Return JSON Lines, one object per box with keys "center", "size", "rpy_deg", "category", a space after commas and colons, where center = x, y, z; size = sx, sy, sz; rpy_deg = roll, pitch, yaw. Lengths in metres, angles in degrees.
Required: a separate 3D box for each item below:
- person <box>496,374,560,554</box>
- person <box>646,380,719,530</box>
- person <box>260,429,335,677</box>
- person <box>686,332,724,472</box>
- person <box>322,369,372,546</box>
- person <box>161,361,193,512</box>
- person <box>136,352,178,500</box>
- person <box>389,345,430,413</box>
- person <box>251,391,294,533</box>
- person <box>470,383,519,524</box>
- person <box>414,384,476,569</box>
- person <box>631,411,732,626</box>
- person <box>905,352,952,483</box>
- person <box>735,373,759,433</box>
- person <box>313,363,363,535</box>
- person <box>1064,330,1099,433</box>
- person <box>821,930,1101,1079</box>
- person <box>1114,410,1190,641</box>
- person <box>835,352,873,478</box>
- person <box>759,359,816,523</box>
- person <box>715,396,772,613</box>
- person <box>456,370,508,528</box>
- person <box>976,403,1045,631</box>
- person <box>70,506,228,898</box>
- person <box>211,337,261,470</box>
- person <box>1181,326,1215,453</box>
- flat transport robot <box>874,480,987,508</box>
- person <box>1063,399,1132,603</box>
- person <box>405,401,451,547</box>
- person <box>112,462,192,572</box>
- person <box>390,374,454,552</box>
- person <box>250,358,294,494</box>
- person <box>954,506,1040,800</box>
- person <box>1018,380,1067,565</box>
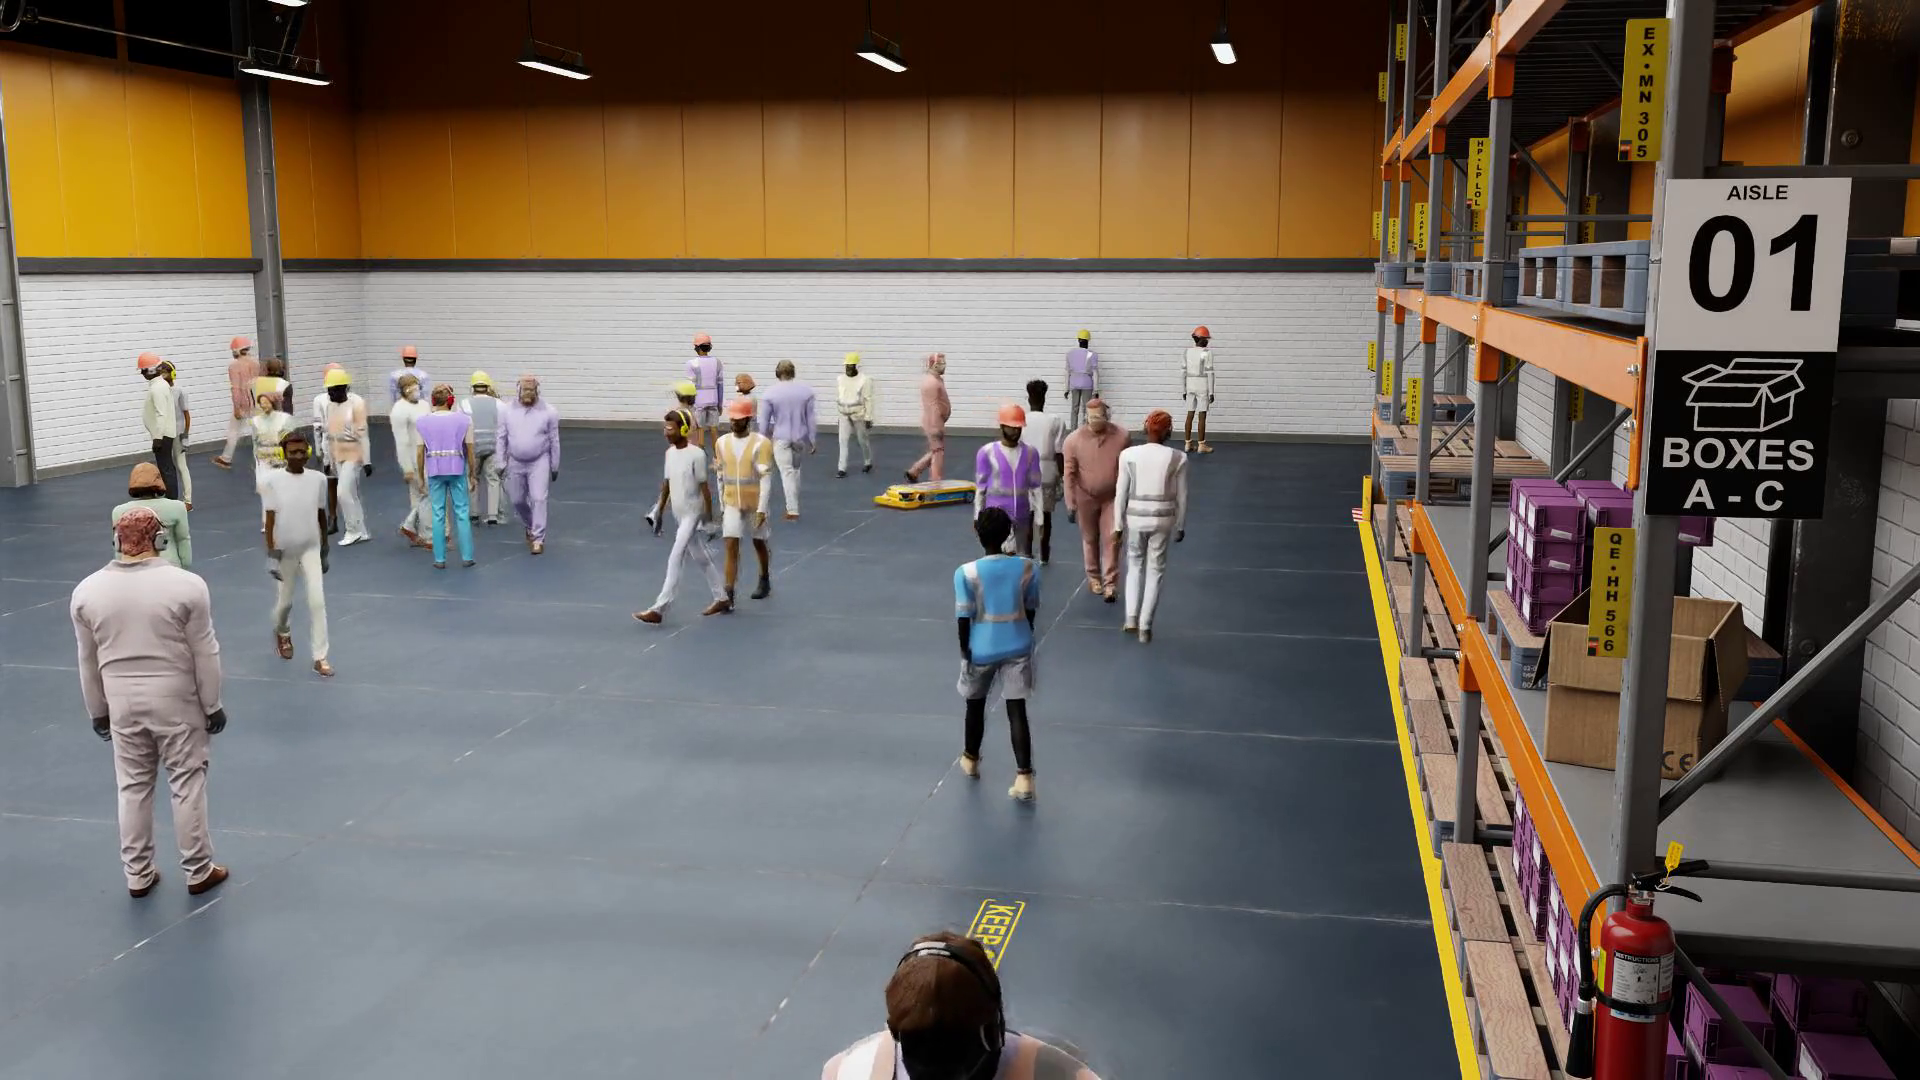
{"center": [-4.558, -0.825, 17.652], "size": [0.644, 1.883, 0.787], "rpy_deg": [0, 9, -2], "category": "person"}
{"center": [-3.154, -0.940, 18.788], "size": [0.801, 1.736, 0.530], "rpy_deg": [-7, 12, -37], "category": "person"}
{"center": [-4.969, 0.068, 12.445], "size": [0.497, 1.833, 0.881], "rpy_deg": [-6, 11, -33], "category": "person"}
{"center": [-3.728, -1.991, 24.202], "size": [0.615, 2.043, 0.373], "rpy_deg": [-8, 12, -40], "category": "person"}
{"center": [-6.656, -0.880, 17.903], "size": [0.633, 1.903, 0.607], "rpy_deg": [6, 11, 34], "category": "person"}
{"center": [-9.638, -1.254, 20.308], "size": [0.508, 1.864, 0.329], "rpy_deg": [3, 10, 16], "category": "person"}
{"center": [-9.610, -1.256, 19.946], "size": [0.394, 1.985, 0.608], "rpy_deg": [-4, 10, -21], "category": "person"}
{"center": [-7.740, -1.792, 23.444], "size": [0.547, 1.906, 0.864], "rpy_deg": [-4, 10, -20], "category": "person"}
{"center": [-7.822, -0.918, 19.055], "size": [0.507, 1.605, 0.792], "rpy_deg": [-1, 9, -4], "category": "person"}
{"center": [-5.428, -1.035, 19.388], "size": [0.497, 1.718, 0.496], "rpy_deg": [2, 10, 10], "category": "person"}
{"center": [-5.120, -0.625, 16.579], "size": [0.565, 1.841, 0.396], "rpy_deg": [-2, 10, -14], "category": "person"}
{"center": [-2.362, -0.197, 14.109], "size": [1.036, 1.808, 0.534], "rpy_deg": [-8, 12, -39], "category": "person"}
{"center": [-0.375, -1.519, 21.828], "size": [0.560, 1.888, 0.650], "rpy_deg": [0, 9, -2], "category": "person"}
{"center": [-2.776, -1.358, 21.649], "size": [0.283, 1.625, 0.500], "rpy_deg": [-6, 11, -31], "category": "person"}
{"center": [-6.955, -1.017, 18.651], "size": [0.551, 1.935, 0.375], "rpy_deg": [-1, 10, -9], "category": "person"}
{"center": [2.081, -2.621, 28.445], "size": [0.643, 1.919, 0.473], "rpy_deg": [4, 10, 23], "category": "person"}
{"center": [-0.023, 1.622, 3.141], "size": [0.636, 1.806, 0.804], "rpy_deg": [4, 10, 21], "category": "person"}
{"center": [1.558, -0.123, 13.476], "size": [0.584, 1.865, 0.553], "rpy_deg": [2, 10, 15], "category": "person"}
{"center": [-1.500, -1.807, 23.857], "size": [0.604, 1.795, 0.910], "rpy_deg": [4, 10, 22], "category": "person"}
{"center": [-2.074, -1.183, 19.718], "size": [0.651, 1.904, 0.864], "rpy_deg": [-4, 10, -25], "category": "person"}
{"center": [-1.906, -0.344, 14.759], "size": [0.543, 1.892, 1.008], "rpy_deg": [2, 10, 13], "category": "person"}
{"center": [-5.551, -1.060, 19.299], "size": [0.615, 1.805, 0.735], "rpy_deg": [-5, 10, -26], "category": "person"}
{"center": [0.411, -0.223, 14.038], "size": [0.562, 1.890, 1.003], "rpy_deg": [-4, 10, -21], "category": "person"}
{"center": [-3.854, 0.780, 7.965], "size": [0.643, 1.896, 0.406], "rpy_deg": [0, 9, -2], "category": "person"}
{"center": [-10.619, -2.001, 24.519], "size": [0.999, 1.948, 0.656], "rpy_deg": [4, 10, 21], "category": "person"}
{"center": [3.852, -2.420, 26.795], "size": [0.614, 2.039, 0.387], "rpy_deg": [9, 13, 44], "category": "person"}
{"center": [-0.323, -0.598, 21.137], "size": [1.431, 0.197, 0.652], "rpy_deg": [-7, 12, -38], "category": "flat transport robot"}
{"center": [1.255, -0.357, 14.975], "size": [0.660, 1.834, 0.976], "rpy_deg": [0, 9, -2], "category": "person"}
{"center": [-5.733, -0.711, 17.833], "size": [0.513, 1.624, 0.418], "rpy_deg": [4, 10, 22], "category": "person"}
{"center": [-5.757, 0.256, 11.897], "size": [0.499, 1.633, 0.279], "rpy_deg": [-6, 11, -31], "category": "person"}
{"center": [-5.663, -0.801, 17.470], "size": [0.531, 1.901, 0.657], "rpy_deg": [1, 10, 9], "category": "person"}
{"center": [-9.119, -1.518, 22.161], "size": [0.632, 1.788, 0.998], "rpy_deg": [1, 9, 7], "category": "person"}
{"center": [0.226, 0.635, 9.540], "size": [0.539, 1.657, 0.858], "rpy_deg": [-2, 10, -14], "category": "person"}
{"center": [0.744, -0.626, 16.403], "size": [0.618, 1.903, 1.048], "rpy_deg": [1, 9, 5], "category": "person"}
